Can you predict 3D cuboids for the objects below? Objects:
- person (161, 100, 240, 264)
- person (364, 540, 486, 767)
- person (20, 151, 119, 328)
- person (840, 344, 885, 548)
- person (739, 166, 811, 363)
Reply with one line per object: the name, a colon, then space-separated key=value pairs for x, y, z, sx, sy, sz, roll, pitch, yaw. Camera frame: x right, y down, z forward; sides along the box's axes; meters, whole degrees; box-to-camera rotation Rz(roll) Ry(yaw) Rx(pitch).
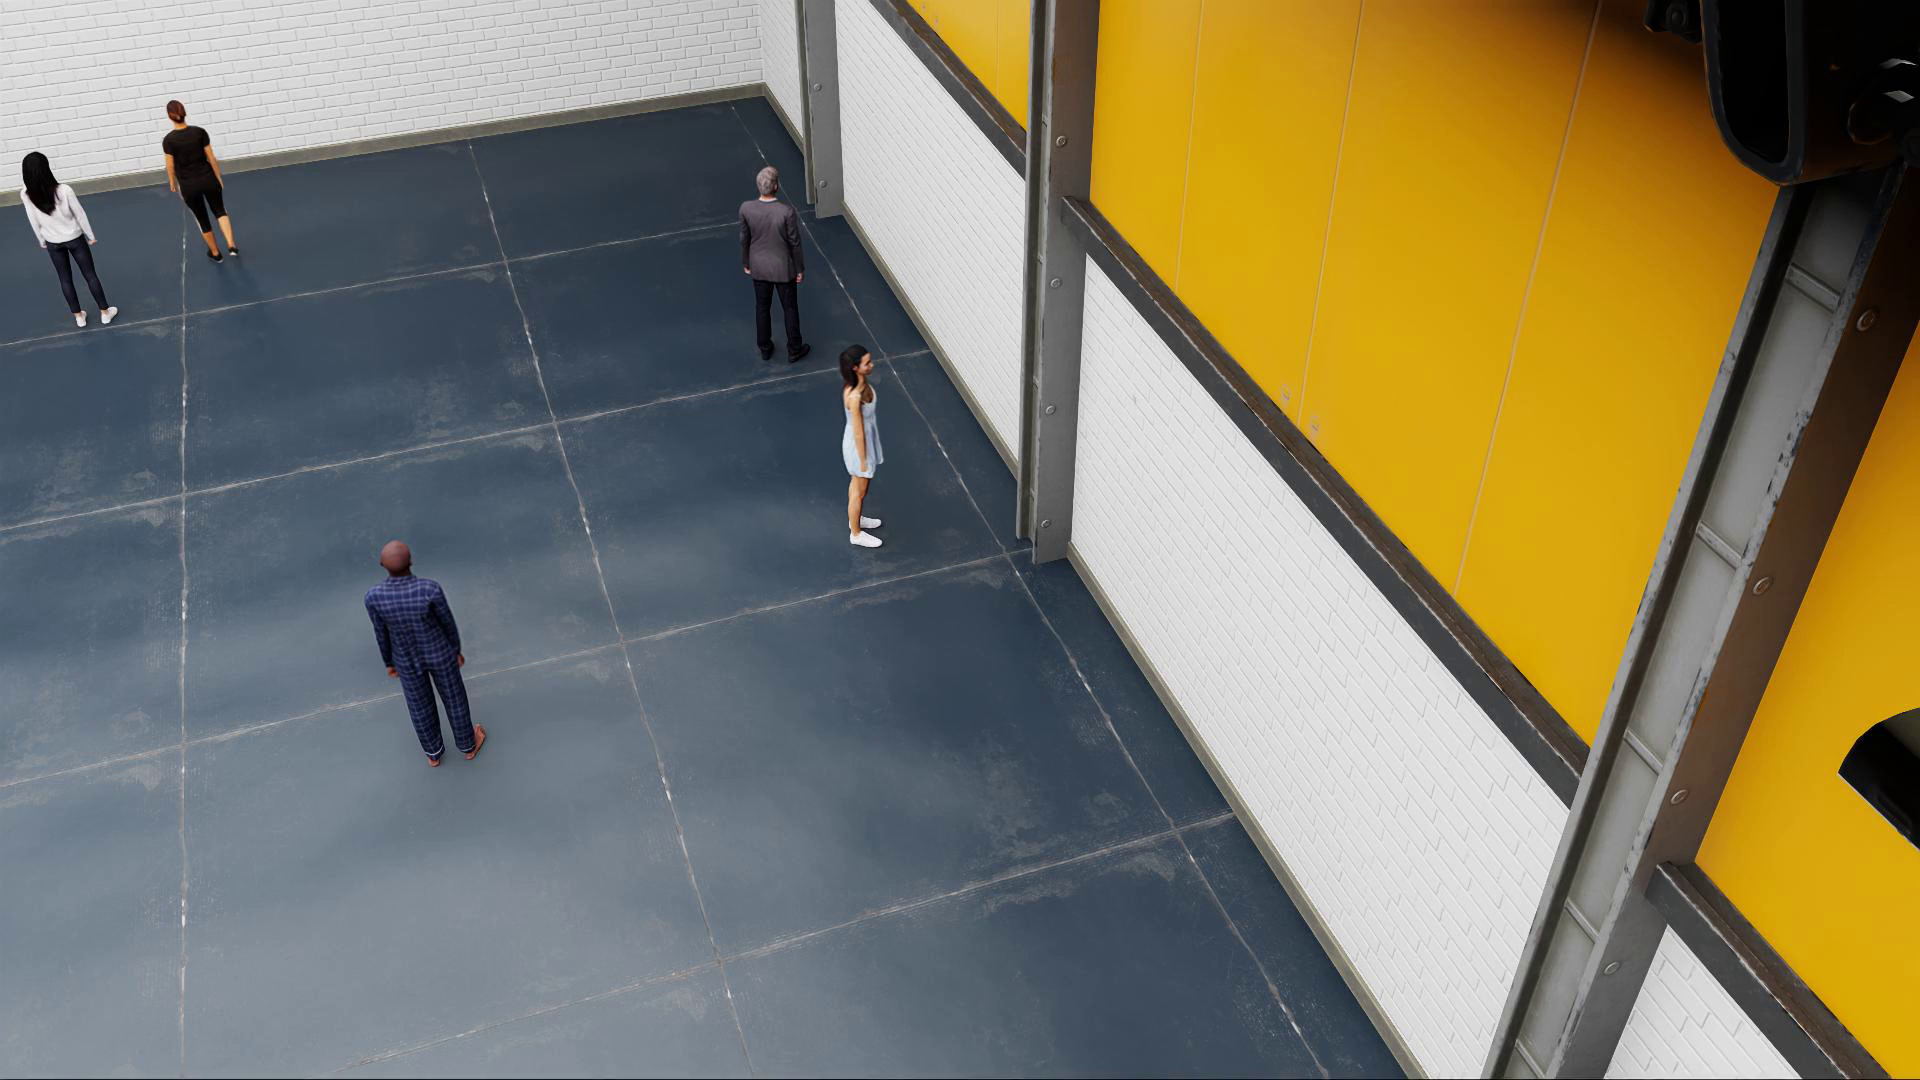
person: x=-7.301 y=-3.403 z=15.974 sx=0.685 sy=1.659 sz=0.692 roll=-27 pitch=46 yaw=-29
person: x=-3.440 y=0.728 z=10.673 sx=0.687 sy=1.819 sz=0.642 roll=-7 pitch=39 yaw=-9
person: x=-8.139 y=-2.734 z=15.103 sx=0.642 sy=1.700 sz=0.579 roll=-9 pitch=39 yaw=-11
person: x=-0.756 y=-0.731 z=12.573 sx=0.714 sy=1.730 sz=0.575 roll=0 pitch=39 yaw=0
person: x=-1.636 y=-2.415 z=14.593 sx=0.811 sy=1.839 sz=0.797 roll=7 pitch=39 yaw=9
